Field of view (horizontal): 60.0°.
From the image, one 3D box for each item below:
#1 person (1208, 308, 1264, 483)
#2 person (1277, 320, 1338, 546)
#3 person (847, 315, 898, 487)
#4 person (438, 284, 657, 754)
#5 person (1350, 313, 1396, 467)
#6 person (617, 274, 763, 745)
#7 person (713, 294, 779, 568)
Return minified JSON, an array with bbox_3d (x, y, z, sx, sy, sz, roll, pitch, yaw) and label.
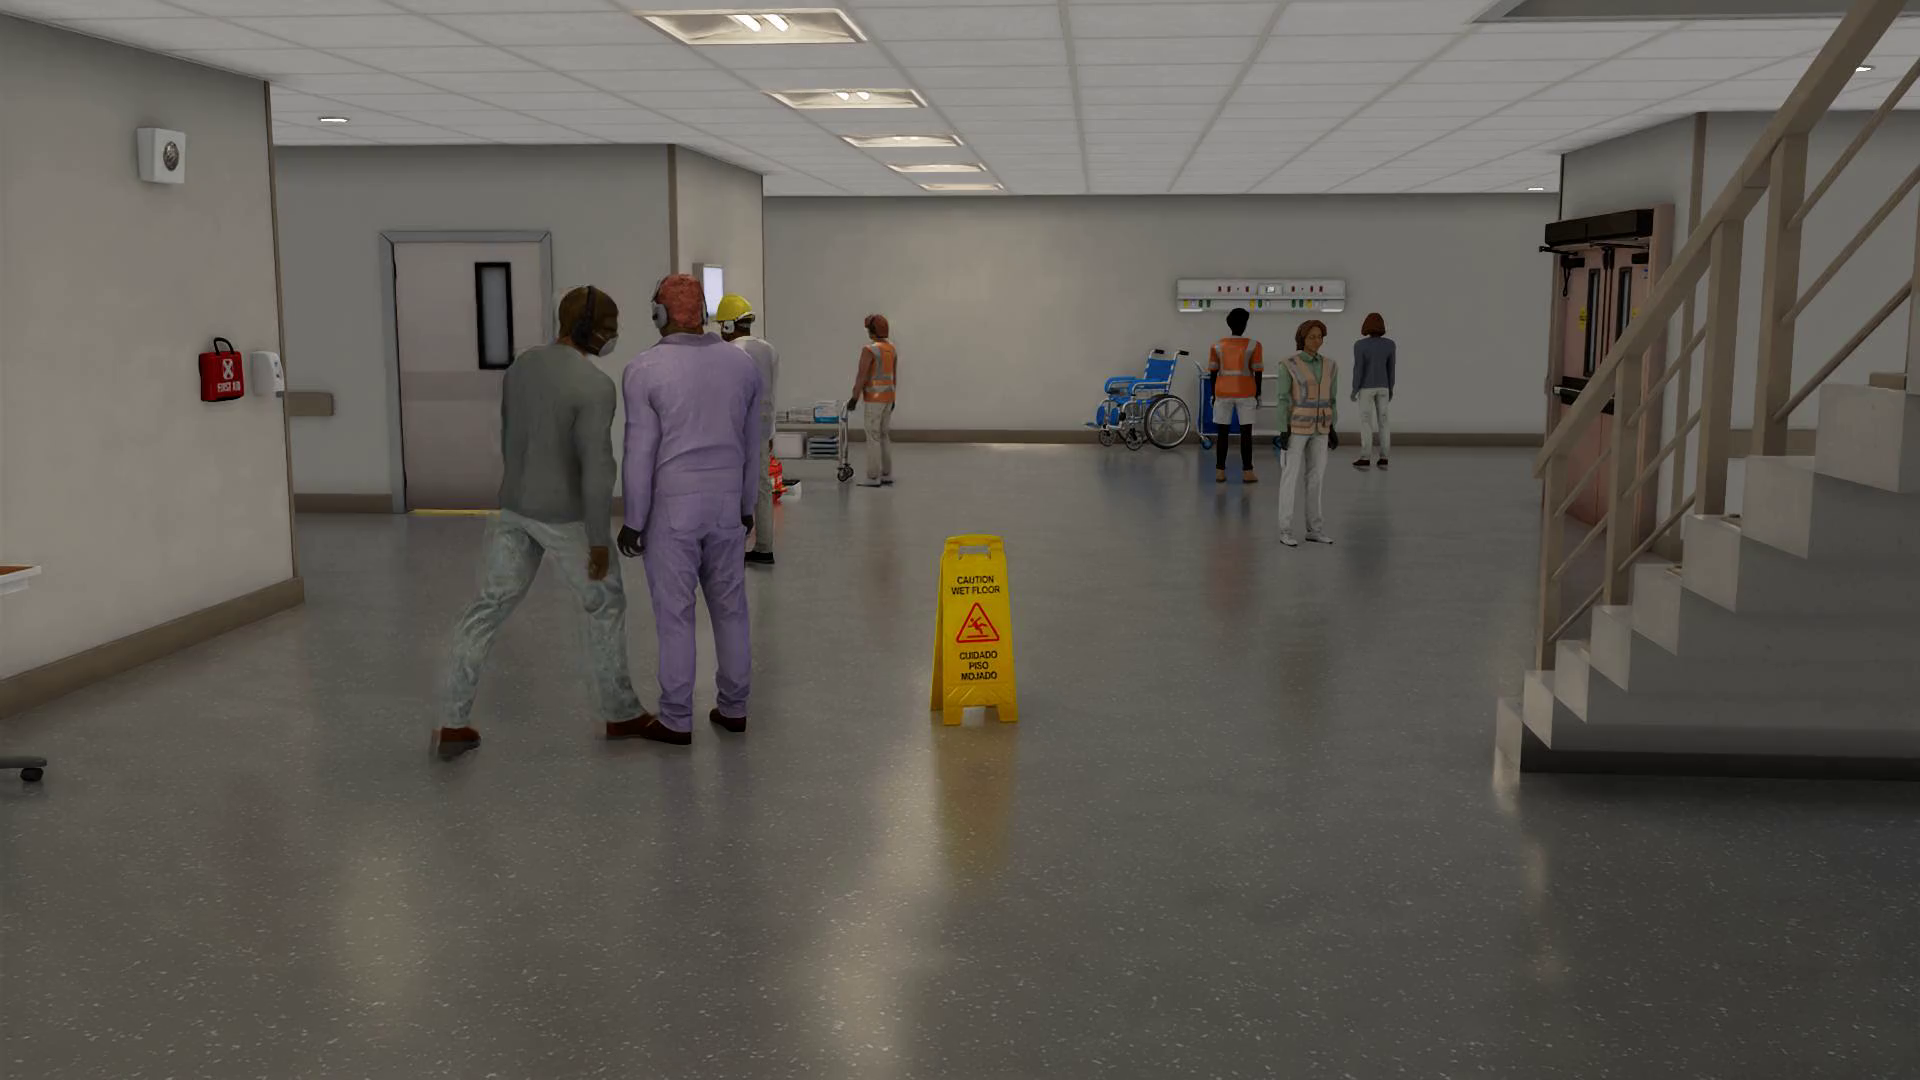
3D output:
[{"bbox_3d":[2.669,-1.393,16.096,0.538,1.695,0.319,3,9,21],"label":"person"},{"bbox_3d":[2.525,-0.778,12.108,0.514,1.641,0.308,-4,9,-24],"label":"person"},{"bbox_3d":[-0.800,-1.312,15.778,0.371,1.634,0.536,5,10,29],"label":"person"},{"bbox_3d":[-1.665,-0.071,6.603,0.682,1.871,0.924,6,11,38],"label":"person"},{"bbox_3d":[4.370,-1.583,17.606,0.507,1.631,0.266,-3,9,-17],"label":"person"},{"bbox_3d":[-1.112,-0.123,6.778,0.639,1.902,0.407,-7,11,-41],"label":"person"},{"bbox_3d":[-1.458,-0.715,11.079,0.403,1.824,0.590,6,10,36],"label":"person"}]
